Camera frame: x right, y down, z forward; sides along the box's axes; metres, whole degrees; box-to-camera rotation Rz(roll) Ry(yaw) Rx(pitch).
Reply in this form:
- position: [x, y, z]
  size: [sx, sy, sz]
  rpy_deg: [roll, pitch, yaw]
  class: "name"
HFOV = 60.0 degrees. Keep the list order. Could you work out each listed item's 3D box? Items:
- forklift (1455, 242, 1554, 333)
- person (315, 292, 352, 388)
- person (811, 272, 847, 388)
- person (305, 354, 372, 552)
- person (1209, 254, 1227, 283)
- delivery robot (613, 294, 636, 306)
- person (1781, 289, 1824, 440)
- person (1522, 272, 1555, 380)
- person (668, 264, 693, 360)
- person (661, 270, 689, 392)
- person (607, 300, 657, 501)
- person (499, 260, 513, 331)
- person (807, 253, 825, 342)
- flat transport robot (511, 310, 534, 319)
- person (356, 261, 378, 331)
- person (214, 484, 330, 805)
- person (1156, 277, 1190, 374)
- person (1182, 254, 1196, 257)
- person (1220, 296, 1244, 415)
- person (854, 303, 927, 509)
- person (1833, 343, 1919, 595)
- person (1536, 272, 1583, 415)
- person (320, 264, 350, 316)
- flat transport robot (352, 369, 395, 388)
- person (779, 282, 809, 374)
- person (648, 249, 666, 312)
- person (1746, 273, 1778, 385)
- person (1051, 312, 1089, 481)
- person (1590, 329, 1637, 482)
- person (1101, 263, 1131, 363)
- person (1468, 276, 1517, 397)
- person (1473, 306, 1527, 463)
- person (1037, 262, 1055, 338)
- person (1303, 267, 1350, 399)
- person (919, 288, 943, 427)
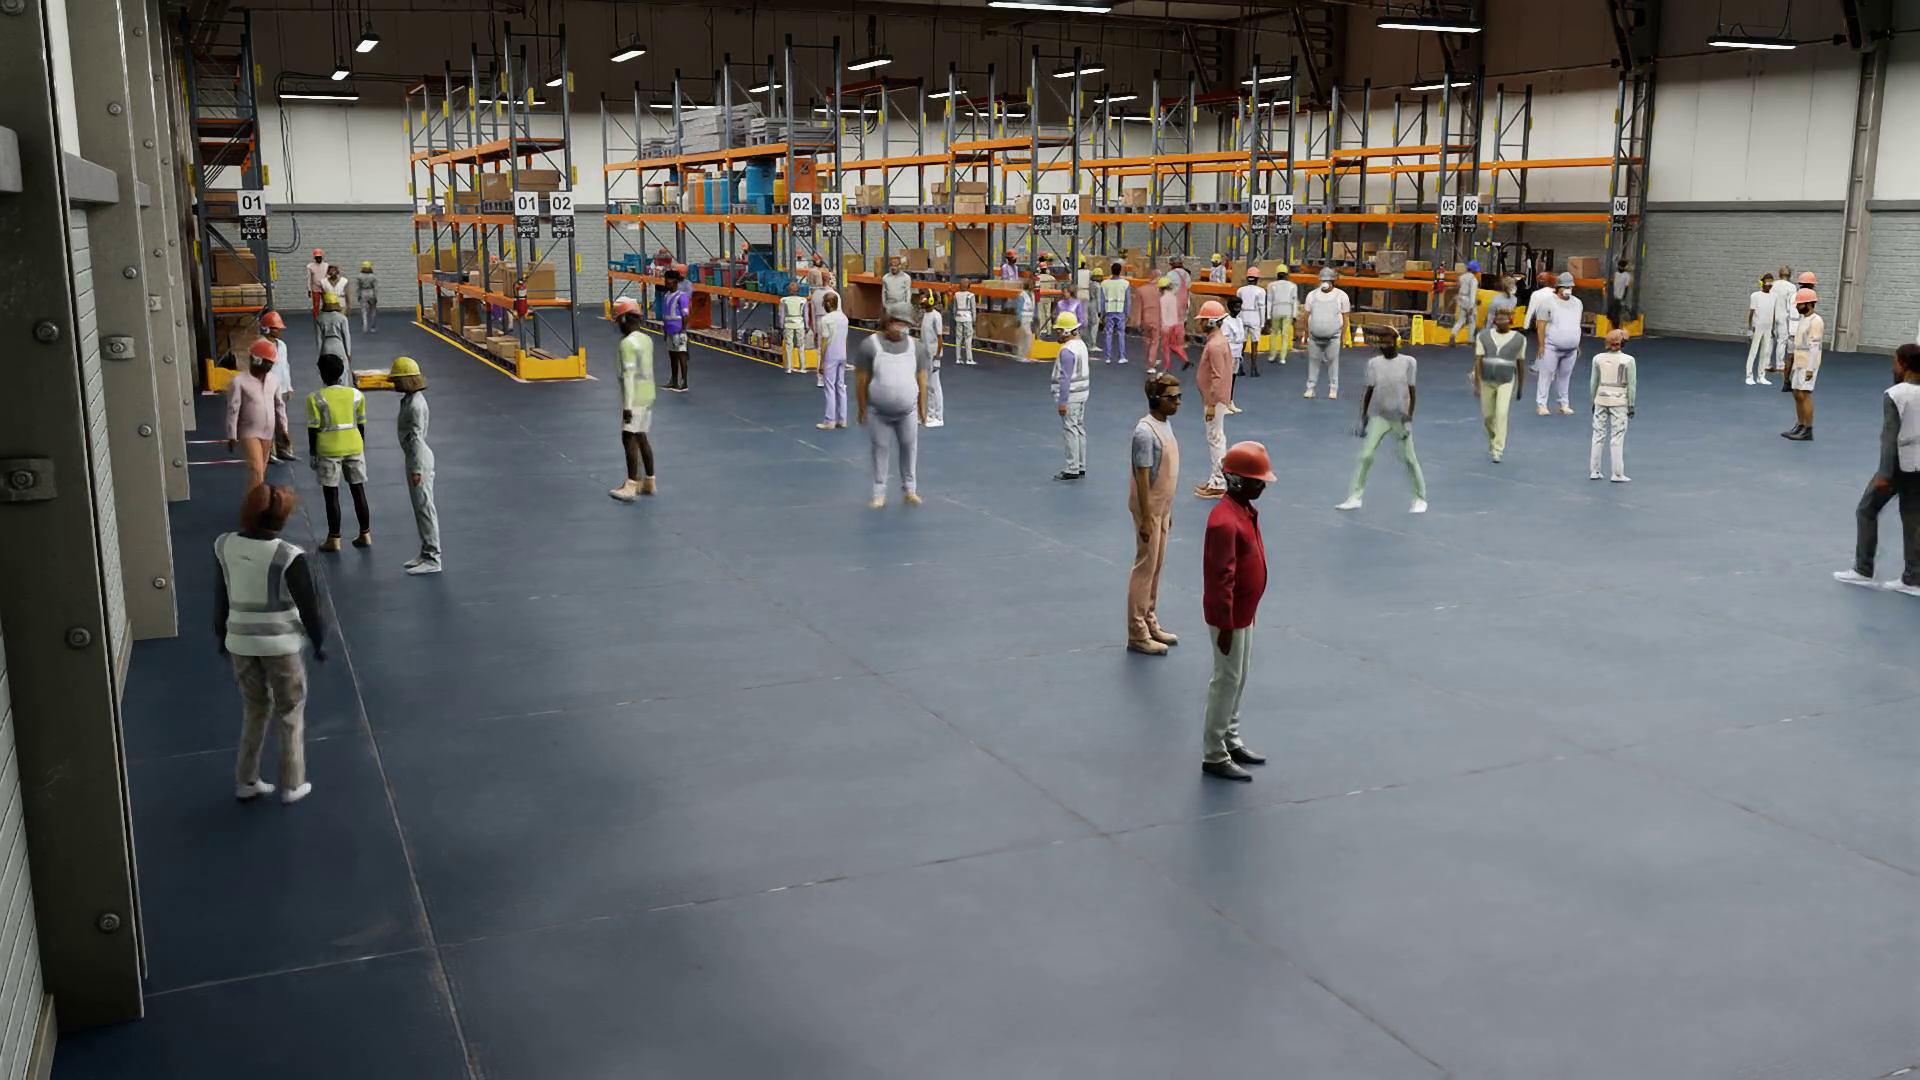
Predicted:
- position: [13.047, -6.049, 39.881]
  size: [2.313, 2.155, 1.214]
  rpy_deg: [-5, 12, -23]
  class: "forklift"
- position: [-9.042, -2.709, 24.058]
  size: [0.489, 1.744, 0.295]
  rpy_deg: [0, 11, -1]
  class: "person"
- position: [-2.145, -3.449, 27.403]
  size: [0.653, 1.906, 0.408]
  rpy_deg: [10, 15, 42]
  class: "person"
- position: [-5.317, -0.748, 14.232]
  size: [0.322, 1.691, 0.533]
  rpy_deg: [10, 15, 41]
  class: "person"
- position: [6.673, -6.513, 43.199]
  size: [0.405, 1.824, 0.594]
  rpy_deg: [-6, 13, -28]
  class: "person"
- position: [-9.604, -6.772, 47.499]
  size: [0.707, 0.478, 0.477]
  rpy_deg: [-2, 11, -11]
  class: "delivery robot"
- position: [10.740, -2.233, 21.197]
  size: [0.389, 1.923, 0.549]
  rpy_deg: [1, 11, 7]
  class: "person"
- position: [10.165, -3.740, 29.067]
  size: [0.631, 1.831, 0.960]
  rpy_deg: [-4, 12, -20]
  class: "person"
- position: [-5.531, -4.471, 32.657]
  size: [0.737, 1.884, 0.457]
  rpy_deg: [7, 13, 33]
  class: "person"
- position: [-4.622, -3.391, 26.952]
  size: [0.369, 1.967, 0.600]
  rpy_deg: [-9, 14, -39]
  class: "person"
- position: [-3.319, -1.407, 16.806]
  size: [0.399, 2.002, 0.843]
  rpy_deg: [2, 11, 10]
  class: "person"
- position: [-11.091, -5.963, 40.536]
  size: [0.316, 1.769, 0.524]
  rpy_deg: [-4, 12, -20]
  class: "person"
- position: [-3.219, -5.436, 37.289]
  size: [0.397, 1.991, 0.630]
  rpy_deg: [-5, 12, -23]
  class: "person"
- position: [-12.003, -6.143, 45.260]
  size: [0.652, 0.197, 1.431]
  rpy_deg: [-4, 12, -19]
  class: "flat transport robot"
- position: [-14.364, -5.902, 40.335]
  size: [0.490, 1.720, 0.655]
  rpy_deg: [-3, 12, -15]
  class: "person"
- position: [-3.335, 0.510, 8.045]
  size: [0.554, 1.609, 0.404]
  rpy_deg: [2, 11, 9]
  class: "person"
- position: [3.770, -3.829, 29.764]
  size: [0.590, 1.744, 0.536]
  rpy_deg: [8, 13, 34]
  class: "person"
- position: [7.223, -8.372, 52.587]
  size: [0.633, 1.841, 0.429]
  rpy_deg: [-6, 13, -27]
  class: "person"
- position: [3.890, -2.642, 23.847]
  size: [0.320, 1.692, 0.531]
  rpy_deg: [8, 14, 35]
  class: "person"
- position: [-0.659, -1.327, 16.274]
  size: [0.721, 2.000, 0.535]
  rpy_deg: [-3, 12, -15]
  class: "person"
- position: [7.115, -0.557, 12.722]
  size: [0.631, 1.890, 0.776]
  rpy_deg: [-5, 12, -23]
  class: "person"
- position: [8.592, -2.796, 23.740]
  size: [0.684, 2.000, 0.536]
  rpy_deg: [-2, 11, -12]
  class: "person"
- position: [-12.942, -4.792, 34.481]
  size: [0.574, 1.806, 0.899]
  rpy_deg: [-3, 11, -13]
  class: "person"
- position: [-9.805, -2.719, 27.860]
  size: [0.652, 0.197, 1.431]
  rpy_deg: [-5, 12, -23]
  class: "flat transport robot"
- position: [-2.972, -3.791, 29.817]
  size: [0.523, 1.639, 0.306]
  rpy_deg: [-1, 11, -8]
  class: "person"
- position: [-8.622, -7.413, 47.663]
  size: [0.654, 1.864, 0.421]
  rpy_deg: [-3, 12, -15]
  class: "person"
- position: [13.496, -3.539, 27.952]
  size: [0.533, 1.870, 0.315]
  rpy_deg: [-2, 11, -10]
  class: "person"
- position: [1.182, -1.545, 17.943]
  size: [0.404, 1.825, 0.591]
  rpy_deg: [4, 12, 18]
  class: "person"
- position: [7.005, -1.440, 17.869]
  size: [0.310, 1.642, 0.514]
  rpy_deg: [-9, 14, -38]
  class: "person"
- position: [2.998, -4.372, 32.057]
  size: [0.590, 1.921, 0.391]
  rpy_deg: [3, 12, 15]
  class: "person"
- position: [8.411, -3.217, 26.236]
  size: [0.653, 1.906, 0.760]
  rpy_deg: [-10, 15, -42]
  class: "person"
- position: [6.323, -1.848, 19.496]
  size: [0.555, 1.811, 0.859]
  rpy_deg: [6, 12, 26]
  class: "person"
- position: [1.914, -5.546, 38.452]
  size: [0.573, 1.748, 0.336]
  rpy_deg: [-4, 12, -19]
  class: "person"
- position: [5.669, -3.214, 25.866]
  size: [0.689, 2.000, 0.537]
  rpy_deg: [5, 12, 22]
  class: "person"
- position: [-0.399, -2.461, 22.472]
  size: [0.332, 1.872, 0.514]
  rpy_deg: [-5, 12, -22]
  class: "person"
